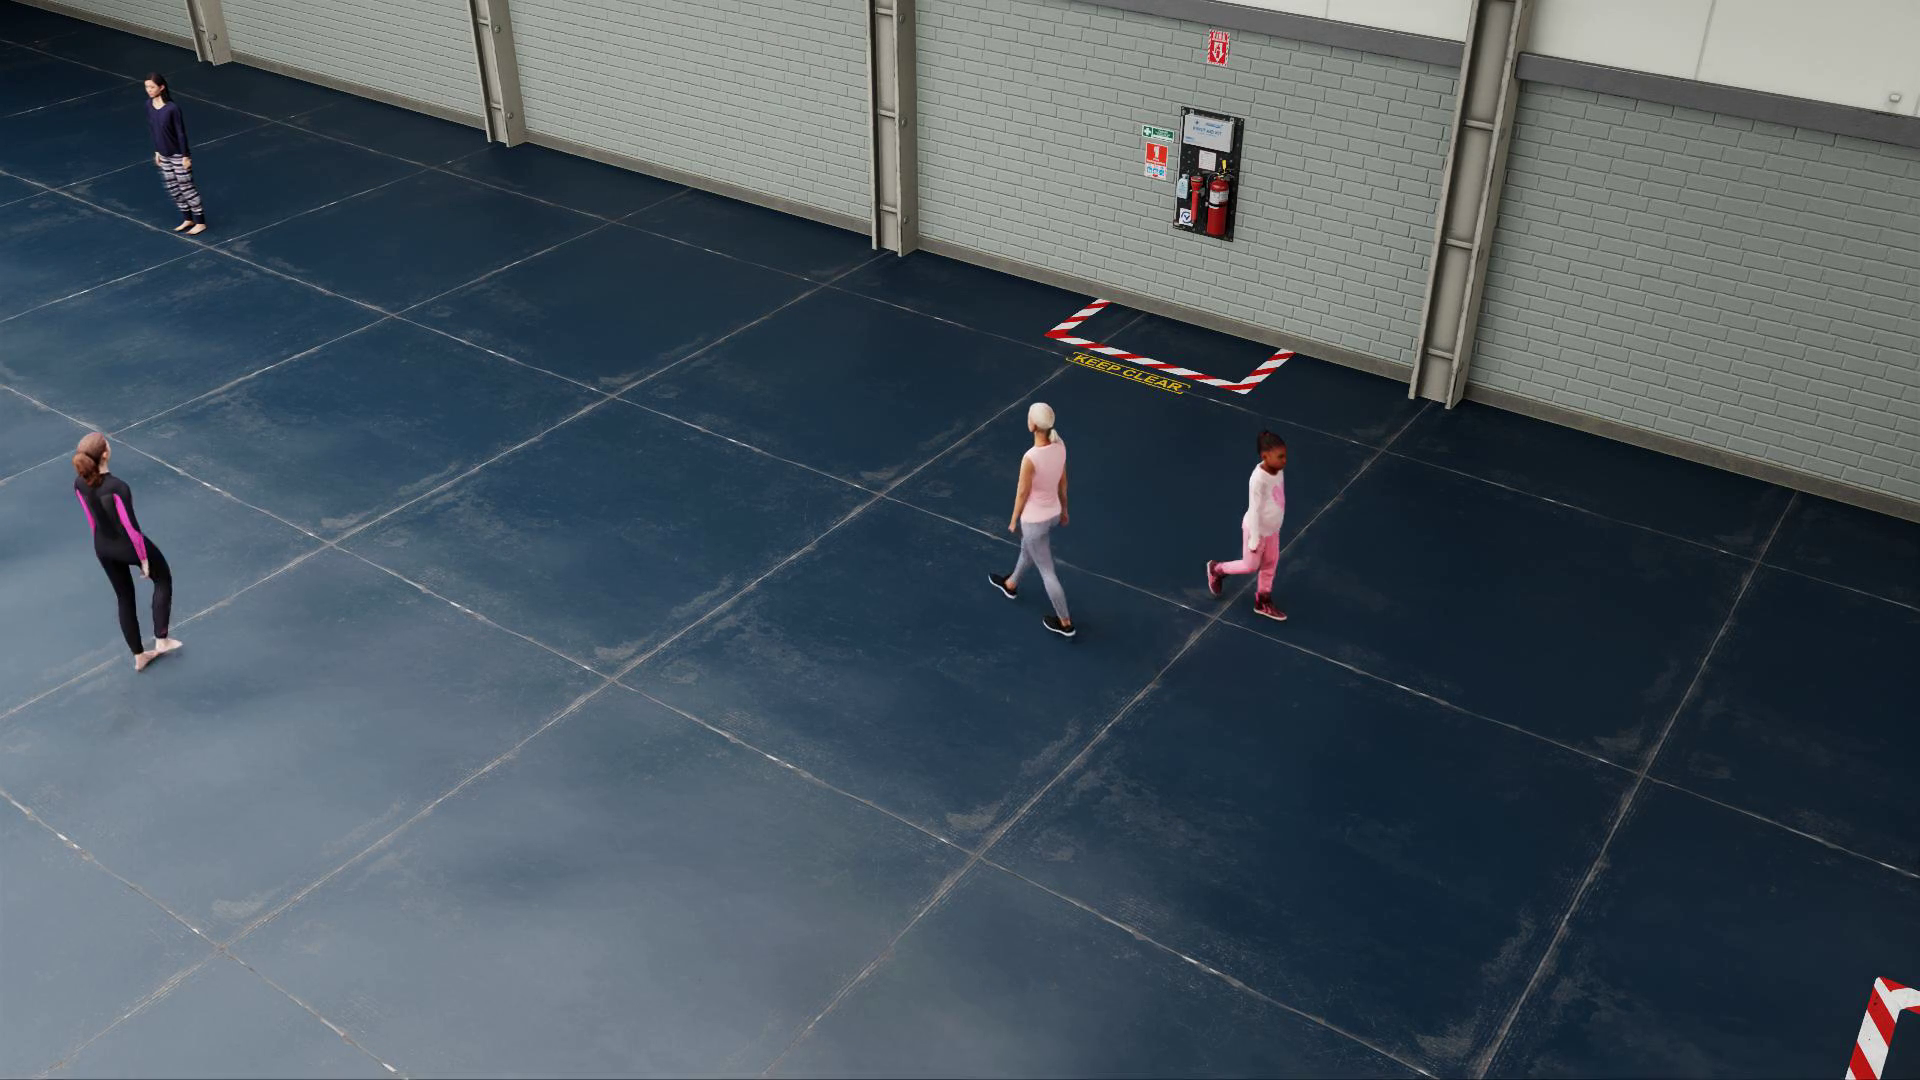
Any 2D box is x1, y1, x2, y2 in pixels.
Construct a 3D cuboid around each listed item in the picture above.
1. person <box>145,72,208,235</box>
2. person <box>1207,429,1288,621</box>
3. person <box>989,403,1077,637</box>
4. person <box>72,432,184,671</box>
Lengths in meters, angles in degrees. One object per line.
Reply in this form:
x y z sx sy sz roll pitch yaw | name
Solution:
-8.353 -4.130 17.679 0.519 1.733 0.699 13 34 19 | person
2.044 -0.117 11.600 0.897 1.433 0.631 26 40 35 | person
0.603 -0.102 11.346 0.696 1.678 1.142 -28 42 -37 | person
-5.546 0.128 10.927 0.694 1.735 0.760 2 32 3 | person
